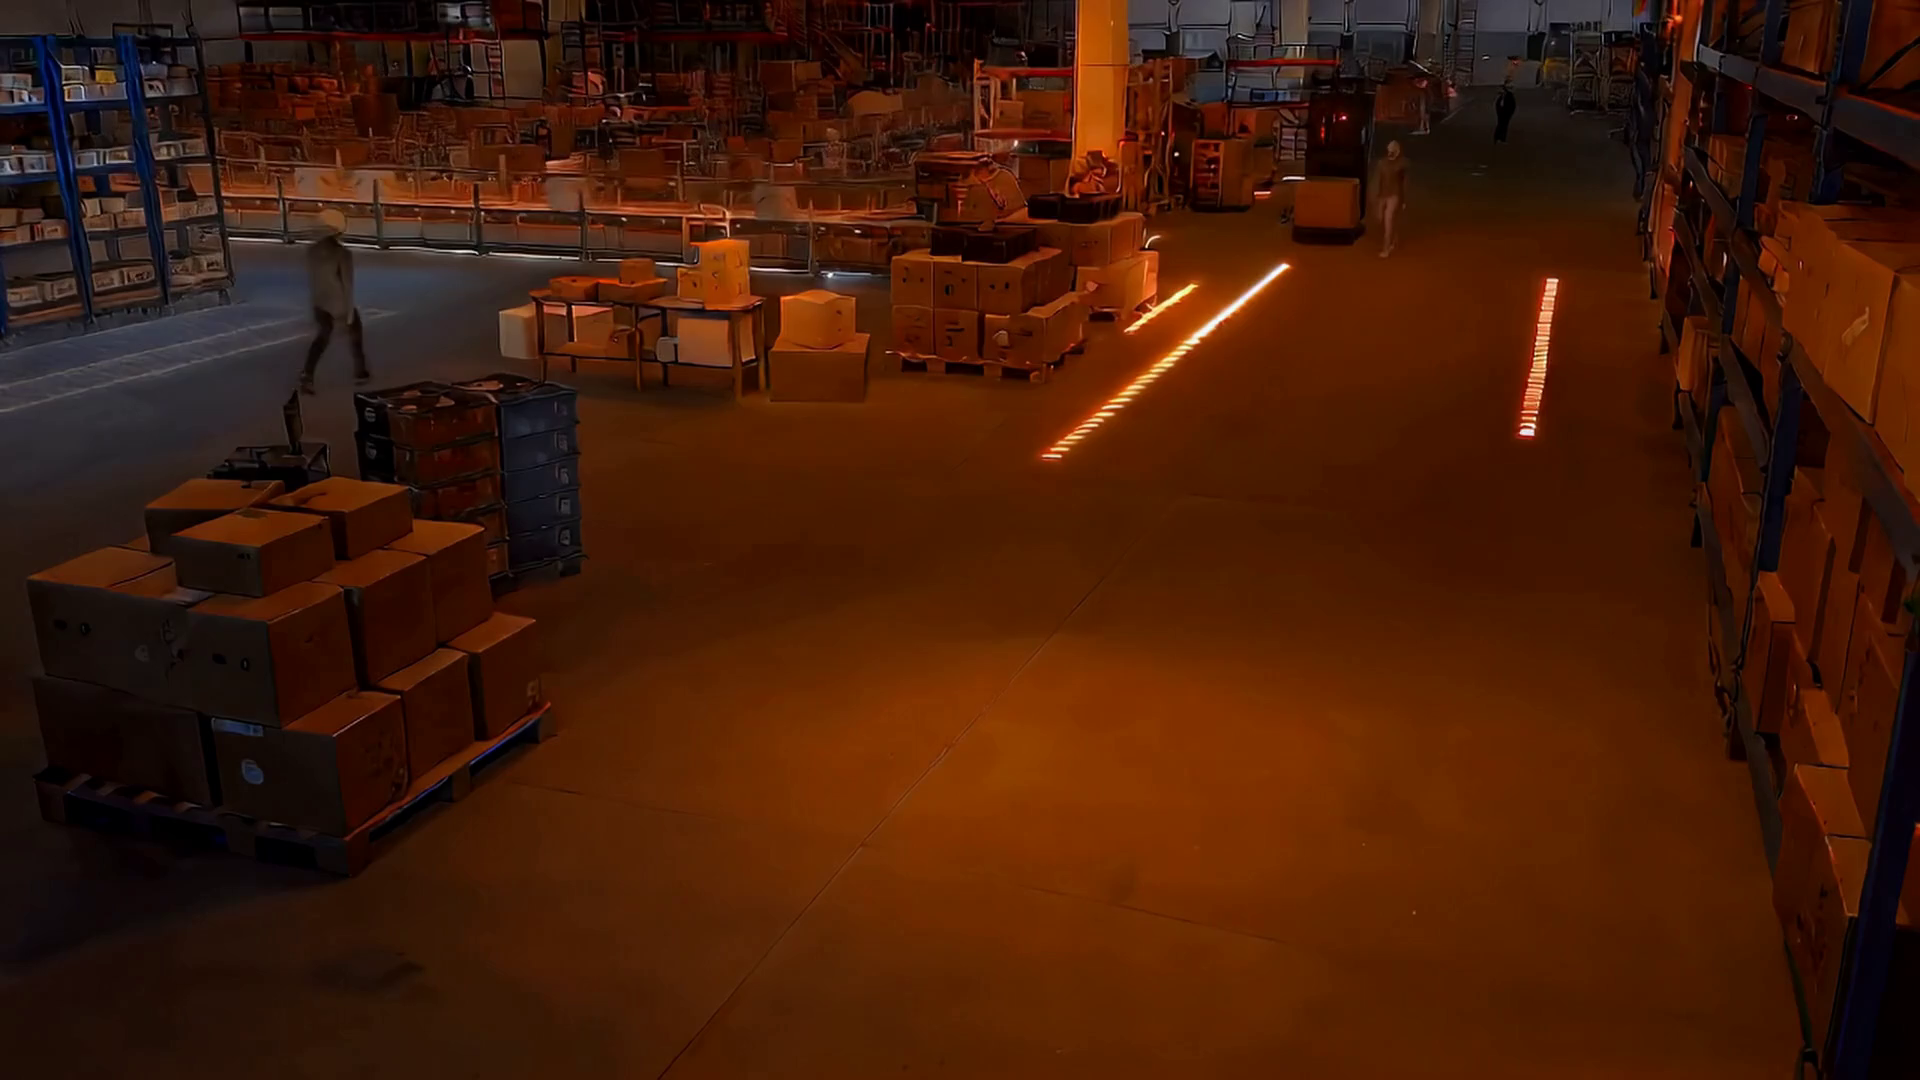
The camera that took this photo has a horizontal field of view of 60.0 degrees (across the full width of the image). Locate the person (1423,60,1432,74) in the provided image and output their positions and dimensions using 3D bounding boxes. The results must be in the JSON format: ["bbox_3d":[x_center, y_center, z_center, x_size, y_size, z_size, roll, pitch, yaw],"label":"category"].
[{"bbox_3d":[22.749,-22.521,80.903,0.538,1.658,0.862,-8,19,-23],"label":"person"}]

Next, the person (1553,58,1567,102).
[{"bbox_3d":[26.923,-20.590,74.446,0.674,1.890,0.605,-11,20,-30],"label":"person"}]

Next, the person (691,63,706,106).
[{"bbox_3d":[-10.112,-17.470,64.472,0.916,2.013,0.616,15,23,38],"label":"person"}]

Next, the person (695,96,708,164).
[{"bbox_3d":[-6.887,-10.901,44.210,0.306,1.772,0.527,-6,19,-17],"label":"person"}]

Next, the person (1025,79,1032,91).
[{"bbox_3d":[2.698,-17.476,64.710,0.310,1.868,0.533,-1,18,-3],"label":"person"}]

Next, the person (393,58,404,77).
[{"bbox_3d":[-25.801,-21.228,76.509,0.472,1.871,0.583,5,18,16],"label":"person"}]

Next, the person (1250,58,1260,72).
[{"bbox_3d":[14.545,-22.975,82.194,0.486,1.743,0.299,4,18,12],"label":"person"}]

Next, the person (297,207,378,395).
[{"bbox_3d":[-6.674,-2.519,17.591,0.609,1.960,0.945,6,19,18],"label":"person"}]

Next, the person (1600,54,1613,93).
[{"bbox_3d":[31.730,-22.887,81.623,0.567,1.925,0.598,-3,18,-10],"label":"person"}]

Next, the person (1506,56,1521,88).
[{"bbox_3d":[26.931,-22.610,80.955,0.622,1.801,0.404,13,22,36],"label":"person"}]

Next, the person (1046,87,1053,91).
[{"bbox_3d":[2.588,-12.184,48.199,0.626,1.788,0.889,5,18,17],"label":"person"}]

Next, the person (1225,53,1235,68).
[{"bbox_3d":[13.627,-23.472,83.531,0.639,1.885,1.002,-11,21,-31],"label":"person"}]

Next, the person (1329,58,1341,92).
[{"bbox_3d":[17.648,-21.774,78.351,0.980,1.798,0.617,-5,18,-17],"label":"person"}]

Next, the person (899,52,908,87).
[{"bbox_3d":[-2.969,-24.724,87.527,0.429,1.844,0.626,0,18,0],"label":"person"}]

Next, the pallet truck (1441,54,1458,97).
[{"bbox_3d":[22.765,-21.886,78.355,0.823,1.965,1.885,-4,18,-14],"label":"pallet truck"}]

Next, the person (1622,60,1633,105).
[{"bbox_3d":[28.823,-19.702,71.609,0.660,1.923,0.440,0,18,-1],"label":"person"}]

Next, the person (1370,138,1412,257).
[{"bbox_3d":[7.139,-5.668,27.523,0.645,1.925,0.614,14,22,37],"label":"person"}]

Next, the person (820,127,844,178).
[{"bbox_3d":[-2.588,-7.415,33.374,0.575,1.690,0.368,10,20,28],"label":"person"}]

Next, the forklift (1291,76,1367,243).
[{"bbox_3d":[6.598,-6.755,29.381,1.129,2.768,1.873,6,19,19],"label":"forklift"}]

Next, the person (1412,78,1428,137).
[{"bbox_3d":[14.825,-13.838,53.305,0.670,1.848,0.565,17,24,42],"label":"person"}]

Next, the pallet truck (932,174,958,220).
[{"bbox_3d":[-0.507,-5.292,27.348,0.653,1.274,1.630,6,19,19],"label":"pallet truck"}]

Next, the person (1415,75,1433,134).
[{"bbox_3d":[15.312,-14.348,54.862,0.661,1.903,0.620,-1,18,-4],"label":"person"}]

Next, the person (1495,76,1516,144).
[{"bbox_3d":[16.649,-13.091,50.651,0.689,2.000,0.537,-14,23,-38],"label":"person"}]
